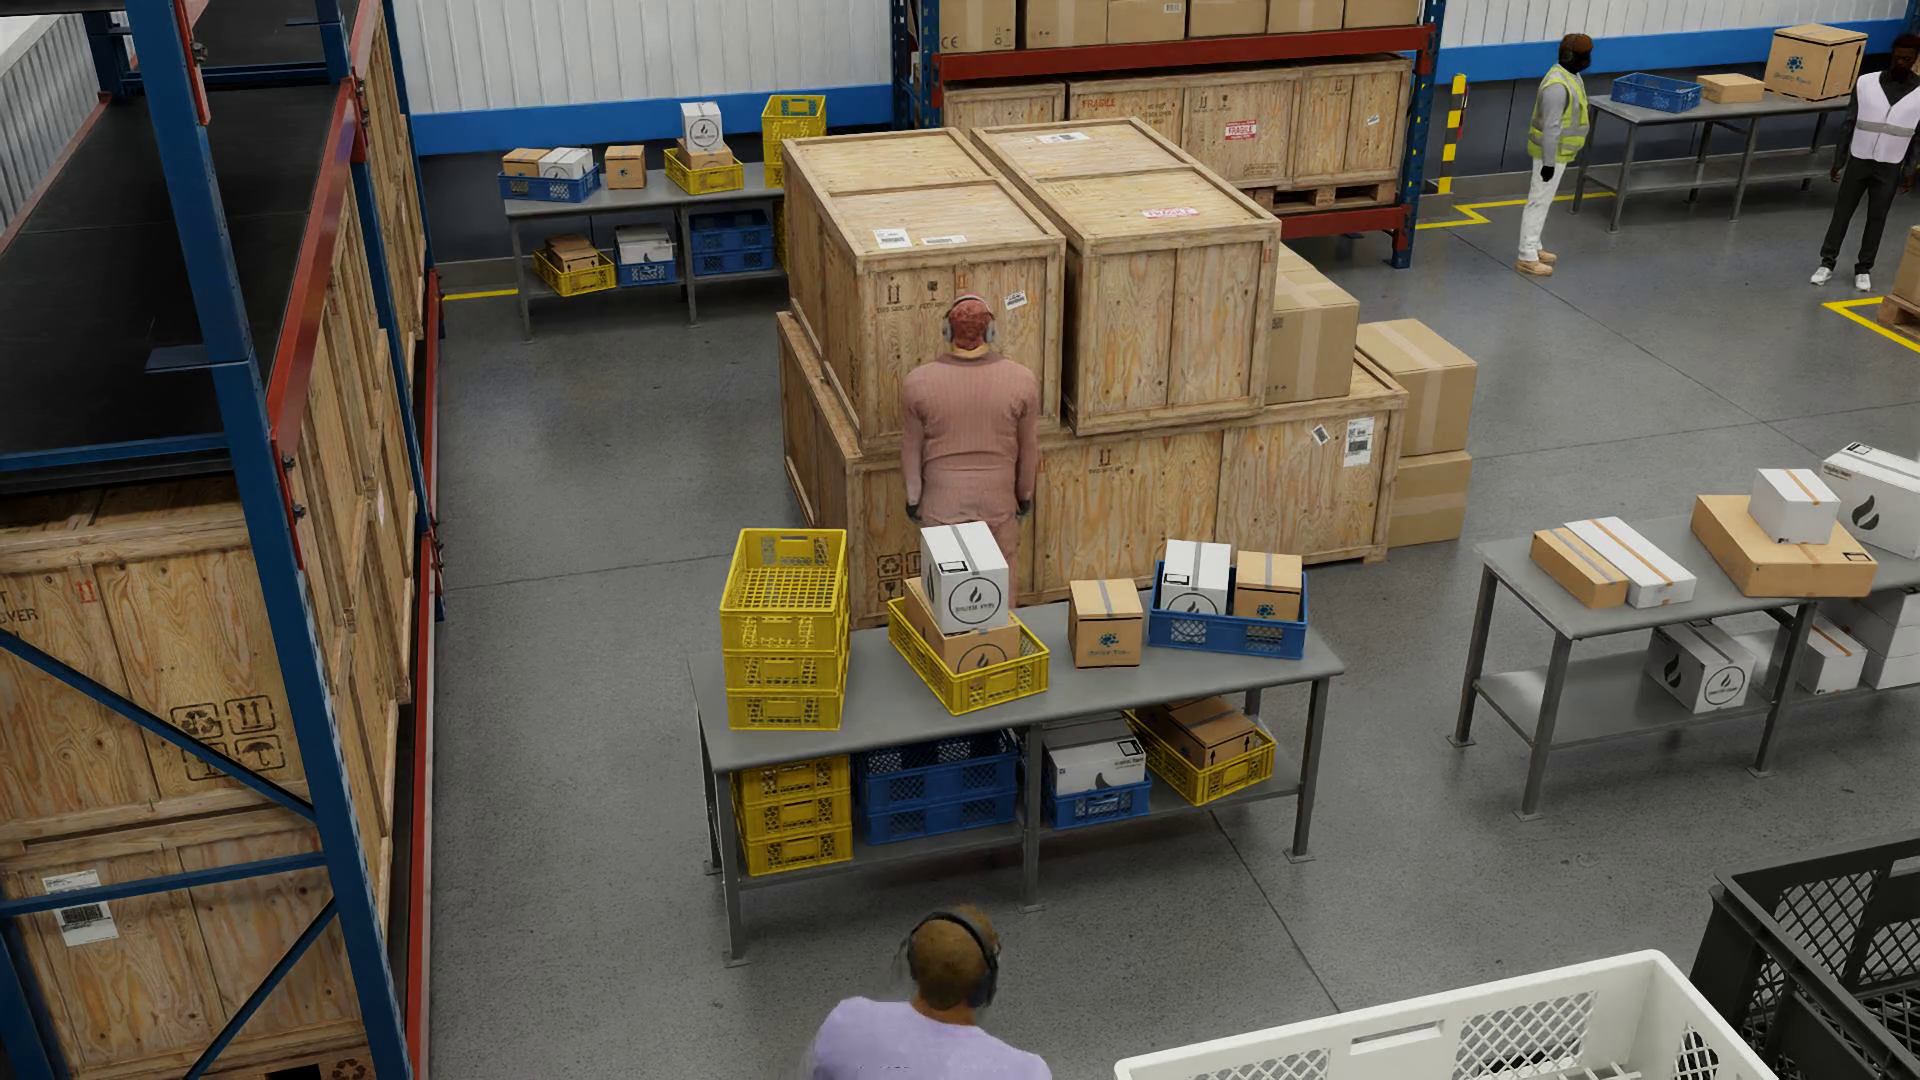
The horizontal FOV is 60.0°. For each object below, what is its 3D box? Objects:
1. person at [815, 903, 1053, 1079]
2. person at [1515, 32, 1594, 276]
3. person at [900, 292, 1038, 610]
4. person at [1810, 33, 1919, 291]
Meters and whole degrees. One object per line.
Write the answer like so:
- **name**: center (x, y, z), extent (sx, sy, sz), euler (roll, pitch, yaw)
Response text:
- **person**: center (-0.117, 1.792, 4.183), extent (0.640, 1.897, 0.923), euler (15, 32, 25)
- **person**: center (4.625, -3.002, 12.920), extent (0.429, 1.842, 0.630), euler (13, 31, 22)
- **person**: center (0.040, -0.250, 7.874), extent (0.643, 1.898, 0.397), euler (-2, 29, -3)
- **person**: center (6.923, -2.854, 12.573), extent (0.591, 1.919, 0.392), euler (15, 32, 25)
